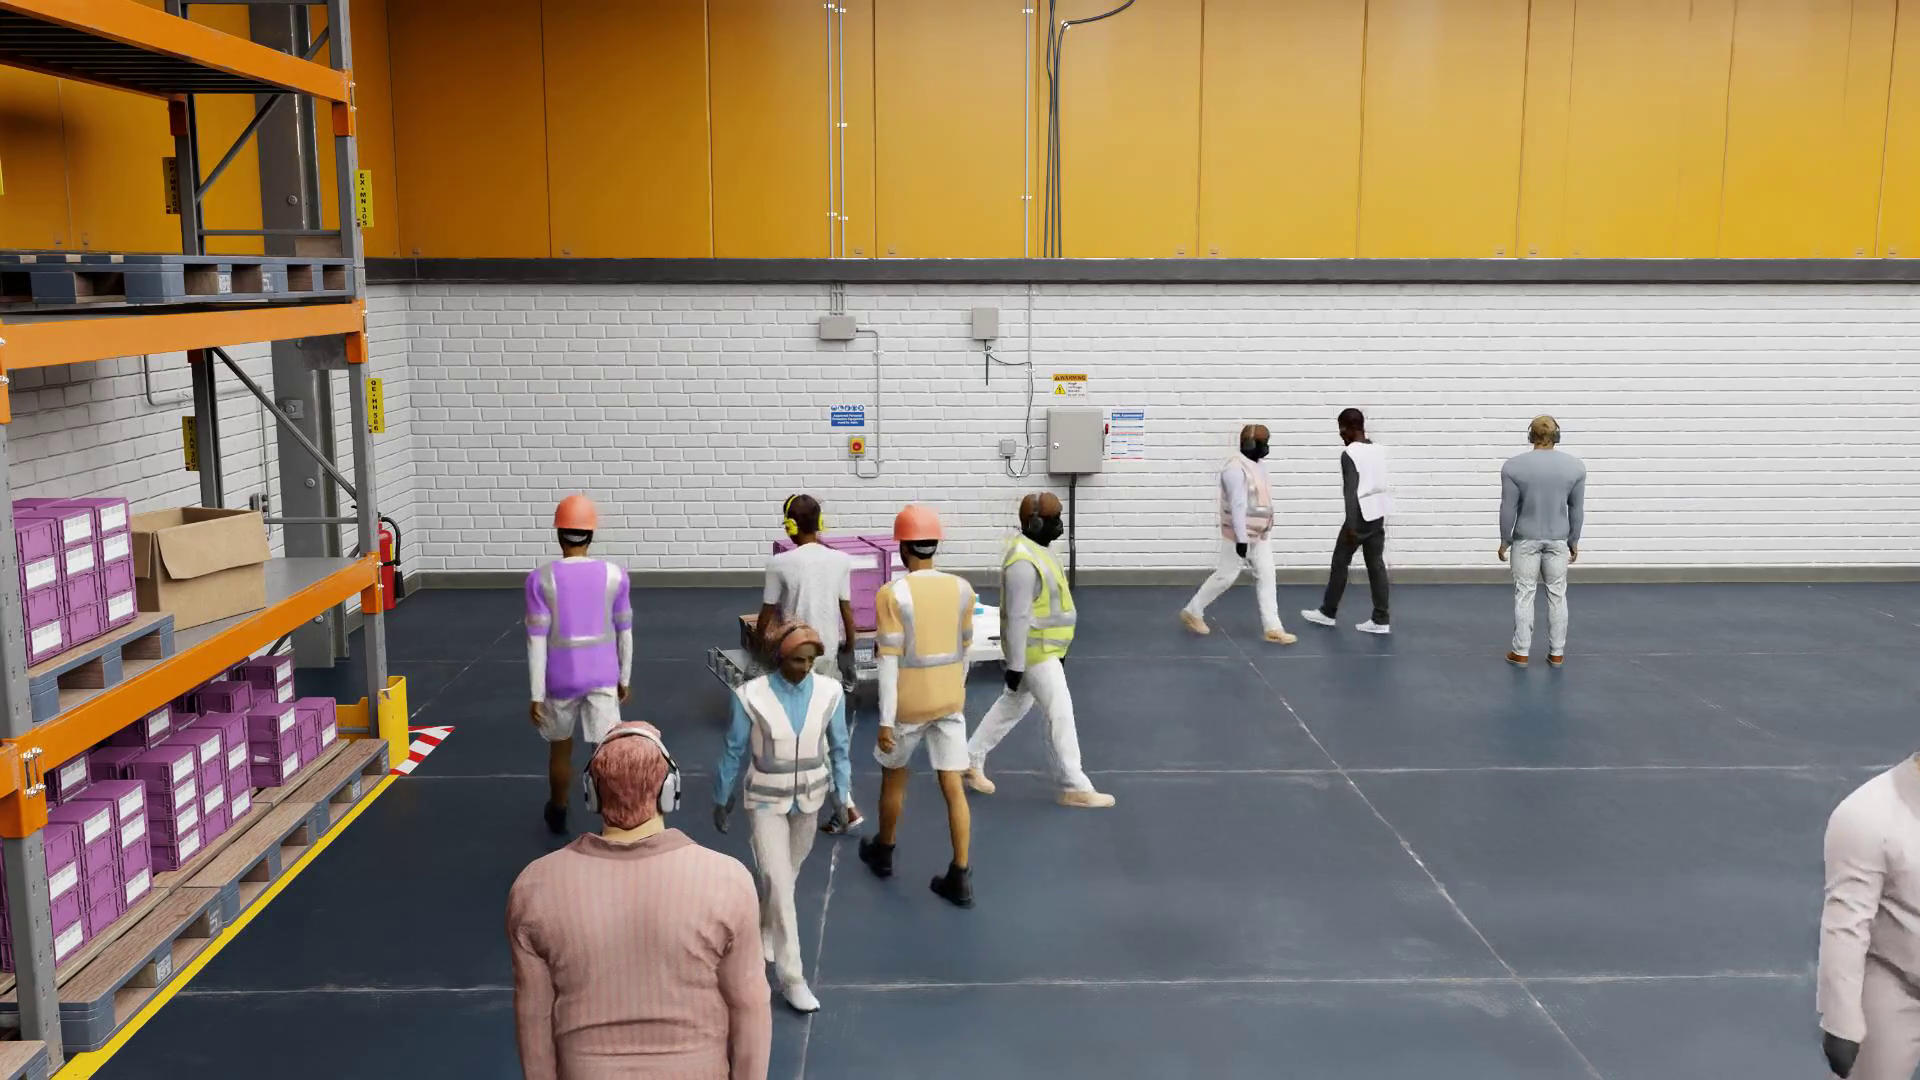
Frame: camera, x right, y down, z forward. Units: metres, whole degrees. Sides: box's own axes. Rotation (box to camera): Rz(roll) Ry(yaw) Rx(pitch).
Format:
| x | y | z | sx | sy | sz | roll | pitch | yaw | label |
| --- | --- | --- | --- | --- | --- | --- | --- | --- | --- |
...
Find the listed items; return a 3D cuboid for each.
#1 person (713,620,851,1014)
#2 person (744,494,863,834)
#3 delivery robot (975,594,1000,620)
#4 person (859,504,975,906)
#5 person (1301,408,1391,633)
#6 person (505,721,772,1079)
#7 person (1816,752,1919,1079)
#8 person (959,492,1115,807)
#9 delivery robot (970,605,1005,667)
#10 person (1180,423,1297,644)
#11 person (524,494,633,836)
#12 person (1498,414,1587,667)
| x | y | z | sx | sy | sz | roll | pitch | yaw | label |
| --- | --- | --- | --- | --- | --- | --- | --- | --- | --- |
| -0.745 | 1.106 | 7.017 | 0.553 | 1.588 | 0.866 | -5 | 10 | -26 | person |
| -0.818 | 0.660 | 9.117 | 0.537 | 1.815 | 1.006 | -6 | 11 | -34 | person |
| 0.091 | 0.652 | 12.684 | 0.707 | 0.478 | 0.477 | -3 | 10 | -18 | delivery robot |
| -0.219 | 0.773 | 8.130 | 0.592 | 1.890 | 0.922 | -5 | 11 | -30 | person |
| 3.296 | -0.171 | 13.999 | 0.900 | 1.860 | 0.610 | 9 | 13 | 44 | person |
| -0.799 | 1.398 | 4.258 | 0.643 | 1.912 | 0.410 | 0 | 9 | -2 | person |
| 2.779 | 1.344 | 4.684 | 0.685 | 1.870 | 0.808 | -1 | 9 | -4 | person |
| 0.382 | 0.611 | 9.437 | 0.959 | 1.806 | 0.625 | 2 | 9 | 10 | person |
| 0.127 | 0.723 | 12.250 | 0.707 | 0.478 | 0.477 | -2 | 10 | -15 | delivery robot |
| 2.285 | -0.067 | 13.608 | 0.963 | 1.794 | 0.612 | 7 | 12 | 37 | person |
| -1.964 | 0.706 | 8.611 | 0.555 | 1.876 | 1.021 | -4 | 10 | -23 | person |
| 4.411 | 0.013 | 12.668 | 0.629 | 1.937 | 0.379 | 1 | 9 | 6 | person |
